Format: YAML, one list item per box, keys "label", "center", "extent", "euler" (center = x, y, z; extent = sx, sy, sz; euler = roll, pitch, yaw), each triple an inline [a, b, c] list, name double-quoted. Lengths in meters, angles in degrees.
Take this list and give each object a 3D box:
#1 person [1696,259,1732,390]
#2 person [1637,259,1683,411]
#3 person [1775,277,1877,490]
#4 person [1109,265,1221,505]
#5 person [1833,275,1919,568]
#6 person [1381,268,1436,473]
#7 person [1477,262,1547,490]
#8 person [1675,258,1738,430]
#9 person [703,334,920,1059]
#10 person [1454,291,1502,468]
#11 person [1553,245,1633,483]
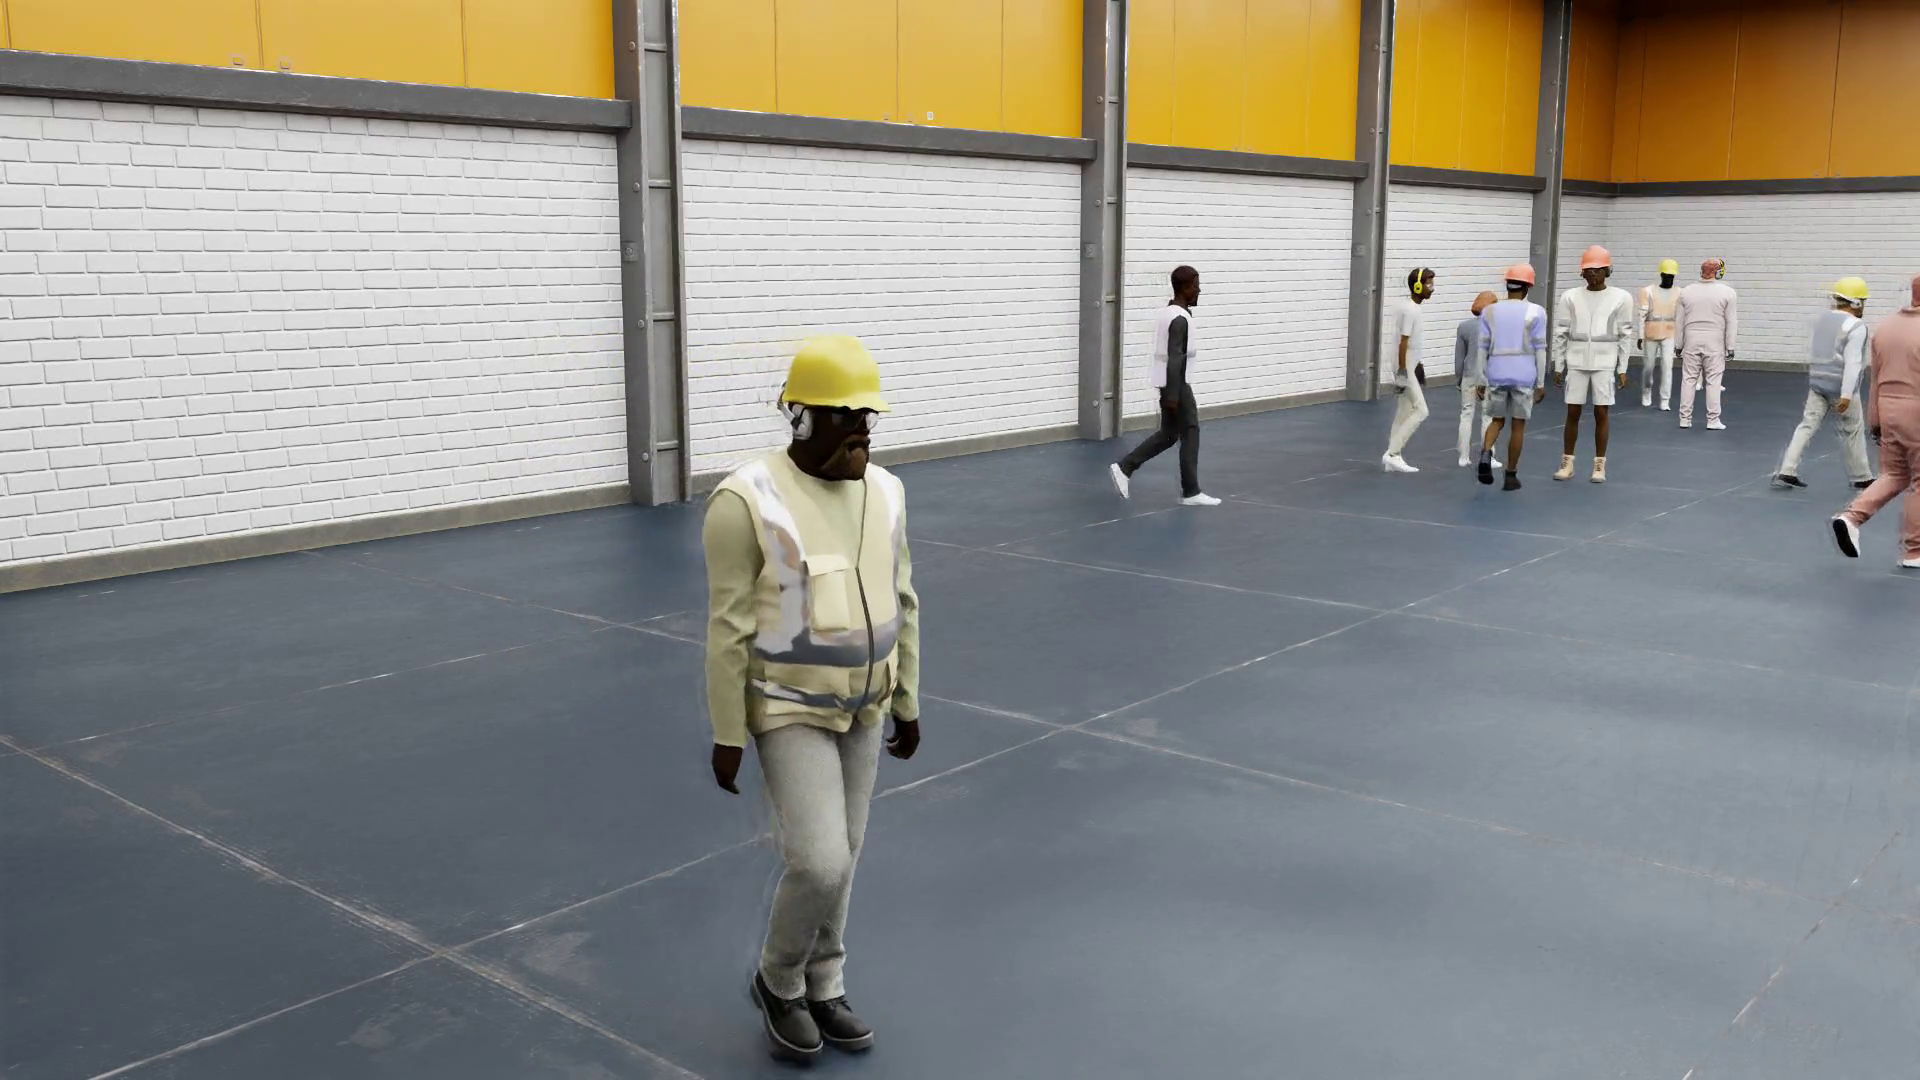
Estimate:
- label: "person"
  center: [10.697, -3.053, 23.669]
  extent: [0.535, 1.863, 0.312]
  euler: [8, 13, 40]
- label: "person"
  center: [8.852, -2.599, 21.010]
  extent: [0.590, 1.895, 0.877]
  euler: [3, 10, 17]
- label: "person"
  center: [7.278, -1.287, 13.857]
  extent: [0.922, 1.791, 0.595]
  euler: [-3, 10, -15]
- label: "person"
  center: [1.636, -1.208, 13.080]
  extent: [0.809, 1.896, 0.599]
  euler: [0, 10, -2]
- label: "person"
  center: [5.943, -0.742, 10.447]
  extent: [0.637, 1.888, 0.660]
  euler: [-2, 10, -12]
- label: "person"
  center: [4.029, -1.502, 14.910]
  extent: [0.418, 1.844, 0.565]
  euler: [2, 10, 12]
- label: "person"
  center: [4.561, -1.347, 13.810]
  extent: [0.548, 1.915, 0.553]
  euler: [7, 12, 34]
- label: "person"
  center: [8.338, -2.183, 18.593]
  extent: [0.652, 1.906, 0.402]
  euler: [8, 13, 40]
- label: "person"
  center: [-0.327, 0.405, 4.106]
  extent: [0.432, 1.814, 0.615]
  euler: [10, 14, 44]
- label: "person"
  center: [4.816, -1.481, 15.369]
  extent: [0.507, 1.632, 0.267]
  euler: [8, 13, 40]
- label: "person"
  center: [5.445, -1.508, 14.361]
  extent: [0.614, 2.040, 0.391]
  euler: [6, 11, 30]
